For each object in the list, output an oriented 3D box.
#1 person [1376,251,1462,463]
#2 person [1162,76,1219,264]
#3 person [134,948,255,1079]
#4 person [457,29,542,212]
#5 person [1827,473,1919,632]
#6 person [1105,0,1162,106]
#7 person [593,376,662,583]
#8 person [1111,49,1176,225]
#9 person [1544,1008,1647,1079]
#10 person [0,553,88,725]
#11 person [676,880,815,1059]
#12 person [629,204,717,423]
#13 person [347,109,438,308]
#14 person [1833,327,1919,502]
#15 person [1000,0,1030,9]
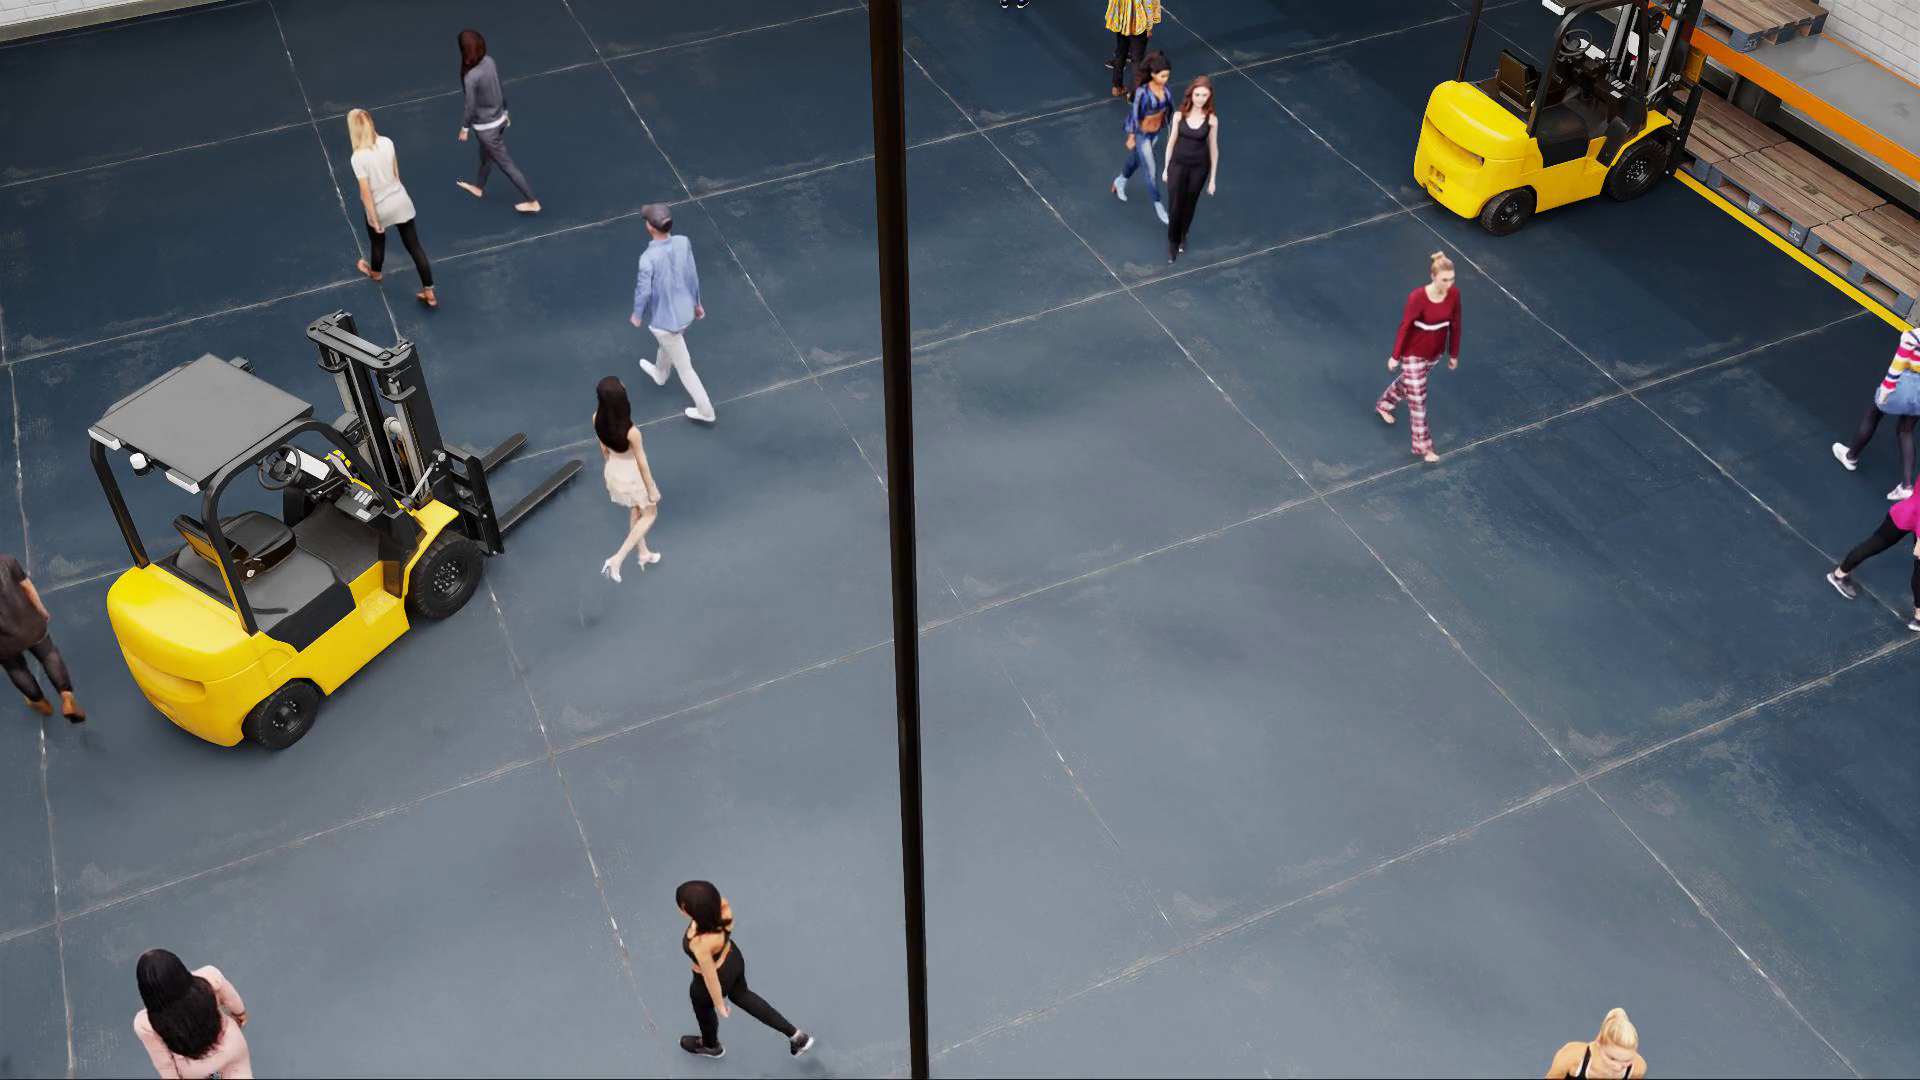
[{"bbox_3d":[3.468,-1.460,12.636,0.649,1.655,1.032,-17,46,-17],"label":"person"},{"bbox_3d":[2.008,-3.301,14.516,0.788,1.727,0.855,5,44,5],"label":"person"},{"bbox_3d":[-3.696,2.645,8.309,0.875,1.680,1.157,-34,53,-30],"label":"person"},{"bbox_3d":[-4.148,-3.711,14.951,1.111,1.720,1.114,9,44,10],"label":"person"},{"bbox_3d":[6.387,-0.179,11.296,0.637,1.660,1.095,-20,47,-20],"label":"person"},{"bbox_3d":[1.707,-5.128,16.486,0.865,1.656,0.785,-31,52,-29],"label":"person"},{"bbox_3d":[-2.327,-0.359,11.430,0.824,1.724,0.839,27,50,25],"label":"person"},{"bbox_3d":[1.639,-3.680,15.025,0.816,1.573,1.137,-29,51,-27],"label":"person"},{"bbox_3d":[2.953,2.806,8.019,0.681,1.846,0.687,2,44,2],"label":"person"},{"bbox_3d":[-5.957,0.567,10.477,0.784,1.698,0.959,-33,53,-30],"label":"person"},{"bbox_3d":[-1.184,2.287,8.725,1.007,1.624,0.972,11,45,12],"label":"person"},{"bbox_3d":[-2.157,-1.680,12.735,1.242,1.838,1.035,26,49,24],"label":"person"},{"bbox_3d":[-4.701,-2.732,13.876,1.192,1.785,0.913,30,51,28],"label":"person"},{"bbox_3d":[6.964,-1.059,12.120,0.934,1.786,1.149,-2,44,-2],"label":"person"},{"bbox_3d":[0.590,-6.429,18.141,0.585,1.256,0.621,6,44,6],"label":"person"}]
